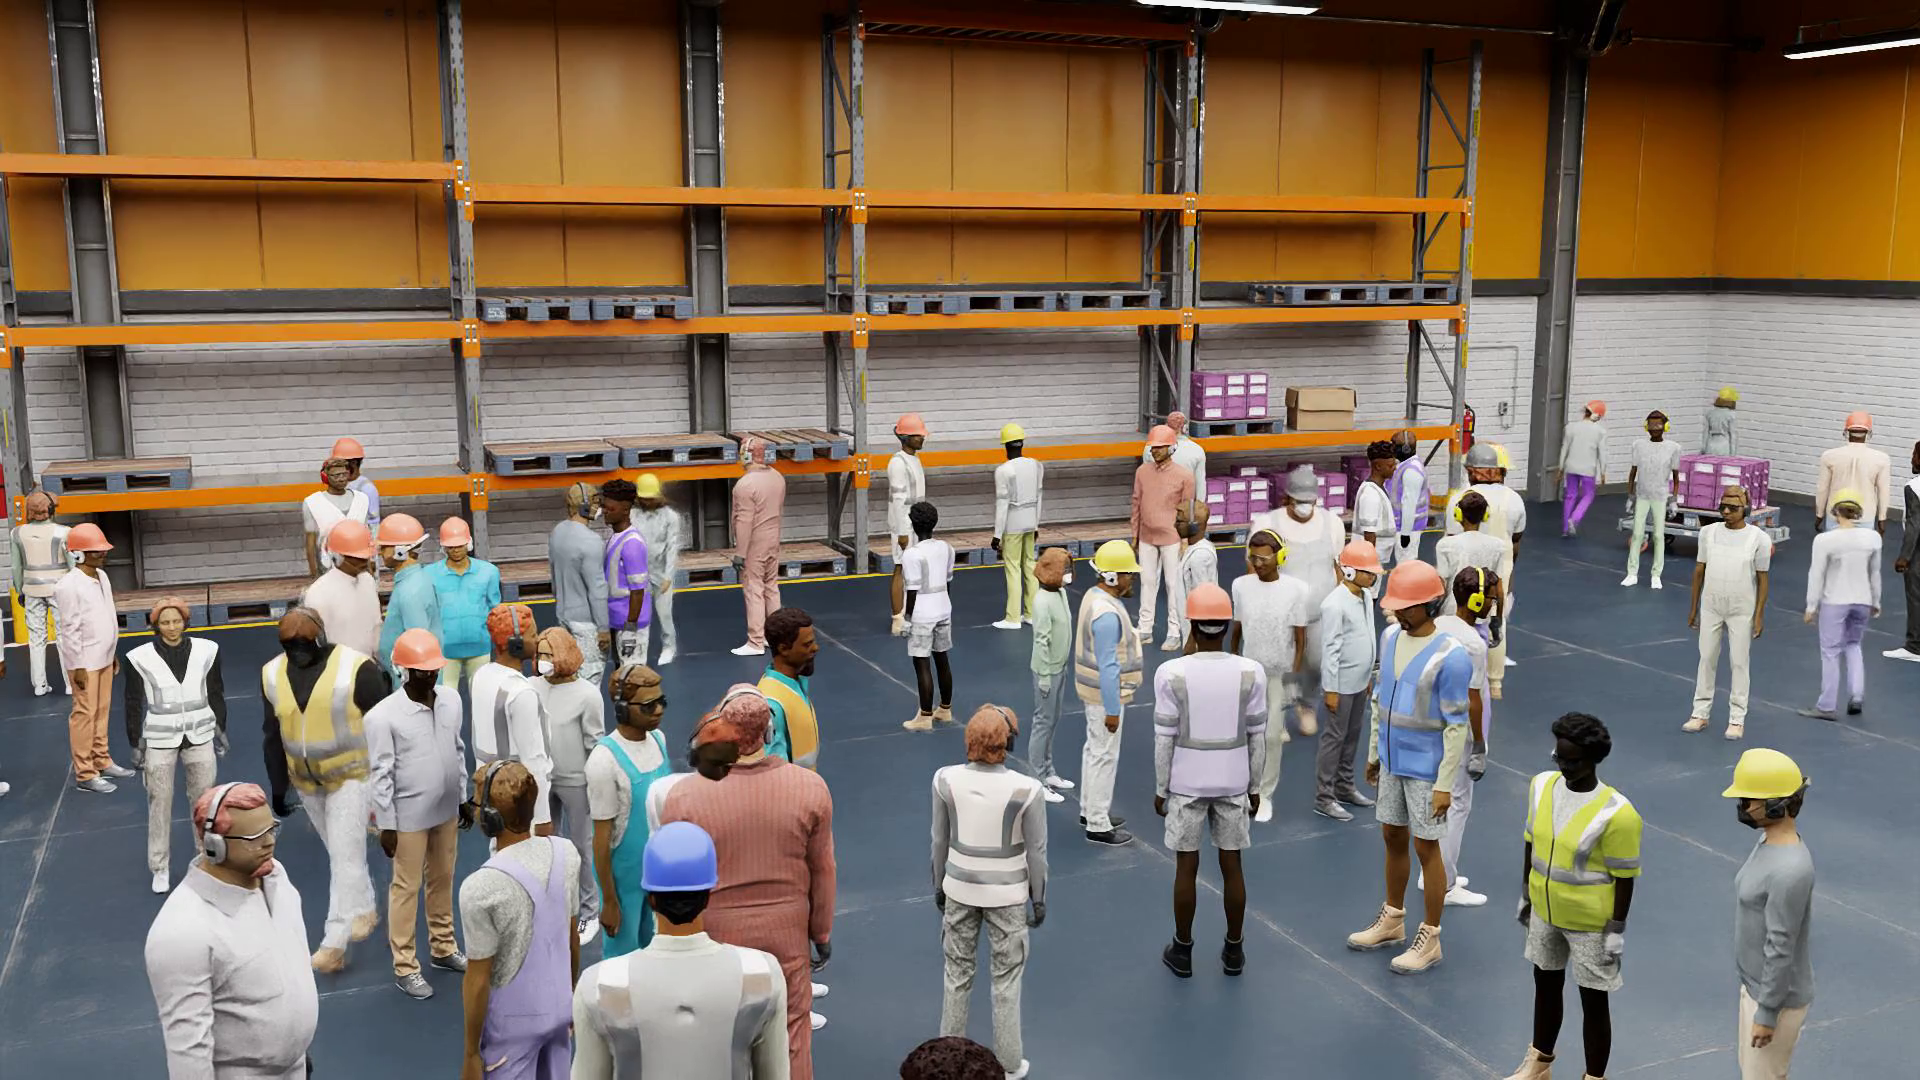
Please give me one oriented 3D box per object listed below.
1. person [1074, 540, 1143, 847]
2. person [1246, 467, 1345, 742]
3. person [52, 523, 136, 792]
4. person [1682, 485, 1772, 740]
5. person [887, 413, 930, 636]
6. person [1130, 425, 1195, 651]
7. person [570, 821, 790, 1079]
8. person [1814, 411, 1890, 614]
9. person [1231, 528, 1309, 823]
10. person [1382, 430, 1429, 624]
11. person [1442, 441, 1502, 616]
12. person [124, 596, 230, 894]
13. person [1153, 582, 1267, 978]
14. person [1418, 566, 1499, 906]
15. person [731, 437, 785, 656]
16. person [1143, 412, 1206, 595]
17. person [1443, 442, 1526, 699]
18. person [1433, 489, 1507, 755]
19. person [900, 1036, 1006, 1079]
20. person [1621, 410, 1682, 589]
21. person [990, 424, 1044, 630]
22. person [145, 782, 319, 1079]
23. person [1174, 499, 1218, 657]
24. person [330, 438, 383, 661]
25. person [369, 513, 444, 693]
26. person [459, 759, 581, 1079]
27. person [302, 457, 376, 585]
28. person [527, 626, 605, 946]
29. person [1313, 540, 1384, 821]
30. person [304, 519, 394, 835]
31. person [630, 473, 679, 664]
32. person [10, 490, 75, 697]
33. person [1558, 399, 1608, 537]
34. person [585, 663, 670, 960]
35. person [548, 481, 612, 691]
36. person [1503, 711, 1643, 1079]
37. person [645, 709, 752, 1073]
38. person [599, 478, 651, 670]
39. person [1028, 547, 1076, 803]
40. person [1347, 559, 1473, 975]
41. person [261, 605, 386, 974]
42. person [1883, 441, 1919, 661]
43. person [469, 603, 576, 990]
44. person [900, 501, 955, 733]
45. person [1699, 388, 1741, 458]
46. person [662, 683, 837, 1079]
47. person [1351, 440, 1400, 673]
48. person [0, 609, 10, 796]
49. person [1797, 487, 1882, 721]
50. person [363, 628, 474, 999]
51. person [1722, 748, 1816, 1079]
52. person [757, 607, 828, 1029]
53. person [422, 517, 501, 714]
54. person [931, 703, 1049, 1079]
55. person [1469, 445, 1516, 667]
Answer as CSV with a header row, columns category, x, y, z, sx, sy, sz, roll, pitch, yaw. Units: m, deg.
category,x,y,z,sx,sy,sz,roll,pitch,yaw
person,0.882,0.898,9.869,0.403,1.824,0.603,0,10,-1
person,2.407,0.449,11.825,0.750,2.000,0.550,-1,10,-3
person,-5.658,0.756,10.880,0.333,1.753,0.562,-1,10,-3
person,5.533,0.515,12.006,0.514,1.845,0.336,9,13,41
person,-0.459,-0.141,15.214,0.386,2.045,0.605,2,10,13
person,1.770,-0.023,14.679,0.608,1.995,0.377,7,12,34
person,-0.778,1.743,4.685,0.621,1.934,0.419,-3,10,-17
person,8.511,-0.233,15.890,0.622,1.991,0.389,5,11,27
person,1.867,0.841,10.156,0.486,1.842,0.515,3,10,19
person,4.207,-0.128,15.768,0.431,1.835,0.623,2,10,9
person,4.527,0.048,14.662,0.493,1.861,0.596,7,12,35
person,-4.302,1.112,9.166,0.523,1.638,0.310,-8,13,-38
person,1.194,1.160,8.036,0.544,1.935,0.361,0,10,-2
person,2.683,1.049,8.920,0.351,1.856,0.521,-2,10,-12
person,-1.786,0.054,14.494,0.409,1.906,0.651,4,11,24
person,2.166,-0.355,16.897,0.654,1.894,0.401,1,10,8
person,4.010,0.246,12.994,0.689,2.000,0.537,-4,11,-22
person,3.542,0.580,11.597,0.510,1.861,0.314,0,10,1
person,0.016,1.954,3.507,0.393,1.919,0.589,1,10,5
person,7.218,-0.422,17.334,0.521,1.873,0.336,6,12,32
person,0.516,-0.120,15.460,0.584,1.918,0.381,-10,14,-44
person,-2.195,1.672,5.171,0.403,1.906,0.651,1,10,4
person,1.587,0.630,11.351,0.342,1.844,0.509,1,10,7
person,-5.151,0.092,14.178,0.543,1.939,0.371,9,13,42
person,-3.221,0.829,9.768,0.384,1.993,0.623,-3,10,-15
person,-1.475,1.632,5.609,0.341,1.840,0.503,6,11,29
person,-5.083,0.232,13.638,0.390,1.846,0.565,8,13,38
person,-2.028,1.239,8.447,0.498,1.633,0.285,4,11,20
person,2.431,0.858,10.324,0.347,1.743,0.565,7,12,37
person,-3.581,0.830,9.892,0.779,1.942,0.719,1,10,7
person,-2.559,0.260,13.890,0.492,1.700,0.778,1,10,4
person,-7.173,0.428,13.101,0.523,1.639,0.309,0,10,-3
person,7.599,-0.871,20.362,0.535,1.713,0.634,-10,14,-44
person,-1.339,1.406,6.878,0.342,1.845,0.506,3,10,18
person,-2.593,0.558,11.491,0.362,1.939,0.636,-8,13,-39
person,2.474,1.509,6.714,0.322,1.695,0.534,-5,11,-28
person,-0.913,1.512,6.301,0.595,1.825,0.956,1,10,4
person,-2.321,0.544,11.494,0.367,1.966,0.605,-4,11,-23
person,0.596,0.849,10.688,0.269,1.629,0.508,3,10,17
person,2.193,1.094,8.131,0.386,2.036,0.607,-5,11,-25
person,-3.148,1.209,8.195,0.678,1.786,0.910,2,10,13
person,8.262,0.087,14.266,0.590,1.920,0.398,-6,11,-31
person,-2.079,1.224,7.815,0.345,1.882,0.584,-8,13,-39
person,-0.246,0.560,12.175,0.317,1.695,0.540,7,12,36
person,10.029,-1.153,22.043,0.319,1.718,0.620,-5,11,-26
person,-0.789,1.477,6.280,0.647,1.913,0.409,-2,10,-14
person,3.452,0.133,13.905,0.370,1.958,0.598,3,10,16
person,-6.374,0.738,10.512,0.597,1.917,0.378,-4,11,-22
person,6.633,0.481,12.487,0.573,1.752,0.384,-1,10,-5
person,-2.537,1.273,7.905,0.329,1.751,0.569,5,11,27
person,2.876,1.609,5.978,0.342,1.752,0.532,3,10,19
person,-0.804,1.246,7.585,0.390,1.920,0.587,0,10,-1
person,-3.345,0.706,11.170,0.575,1.749,0.333,-4,11,-23
person,0.118,1.495,6.978,0.519,1.632,0.314,4,10,20
person,4.434,0.159,13.870,0.603,1.906,0.600,8,13,40
